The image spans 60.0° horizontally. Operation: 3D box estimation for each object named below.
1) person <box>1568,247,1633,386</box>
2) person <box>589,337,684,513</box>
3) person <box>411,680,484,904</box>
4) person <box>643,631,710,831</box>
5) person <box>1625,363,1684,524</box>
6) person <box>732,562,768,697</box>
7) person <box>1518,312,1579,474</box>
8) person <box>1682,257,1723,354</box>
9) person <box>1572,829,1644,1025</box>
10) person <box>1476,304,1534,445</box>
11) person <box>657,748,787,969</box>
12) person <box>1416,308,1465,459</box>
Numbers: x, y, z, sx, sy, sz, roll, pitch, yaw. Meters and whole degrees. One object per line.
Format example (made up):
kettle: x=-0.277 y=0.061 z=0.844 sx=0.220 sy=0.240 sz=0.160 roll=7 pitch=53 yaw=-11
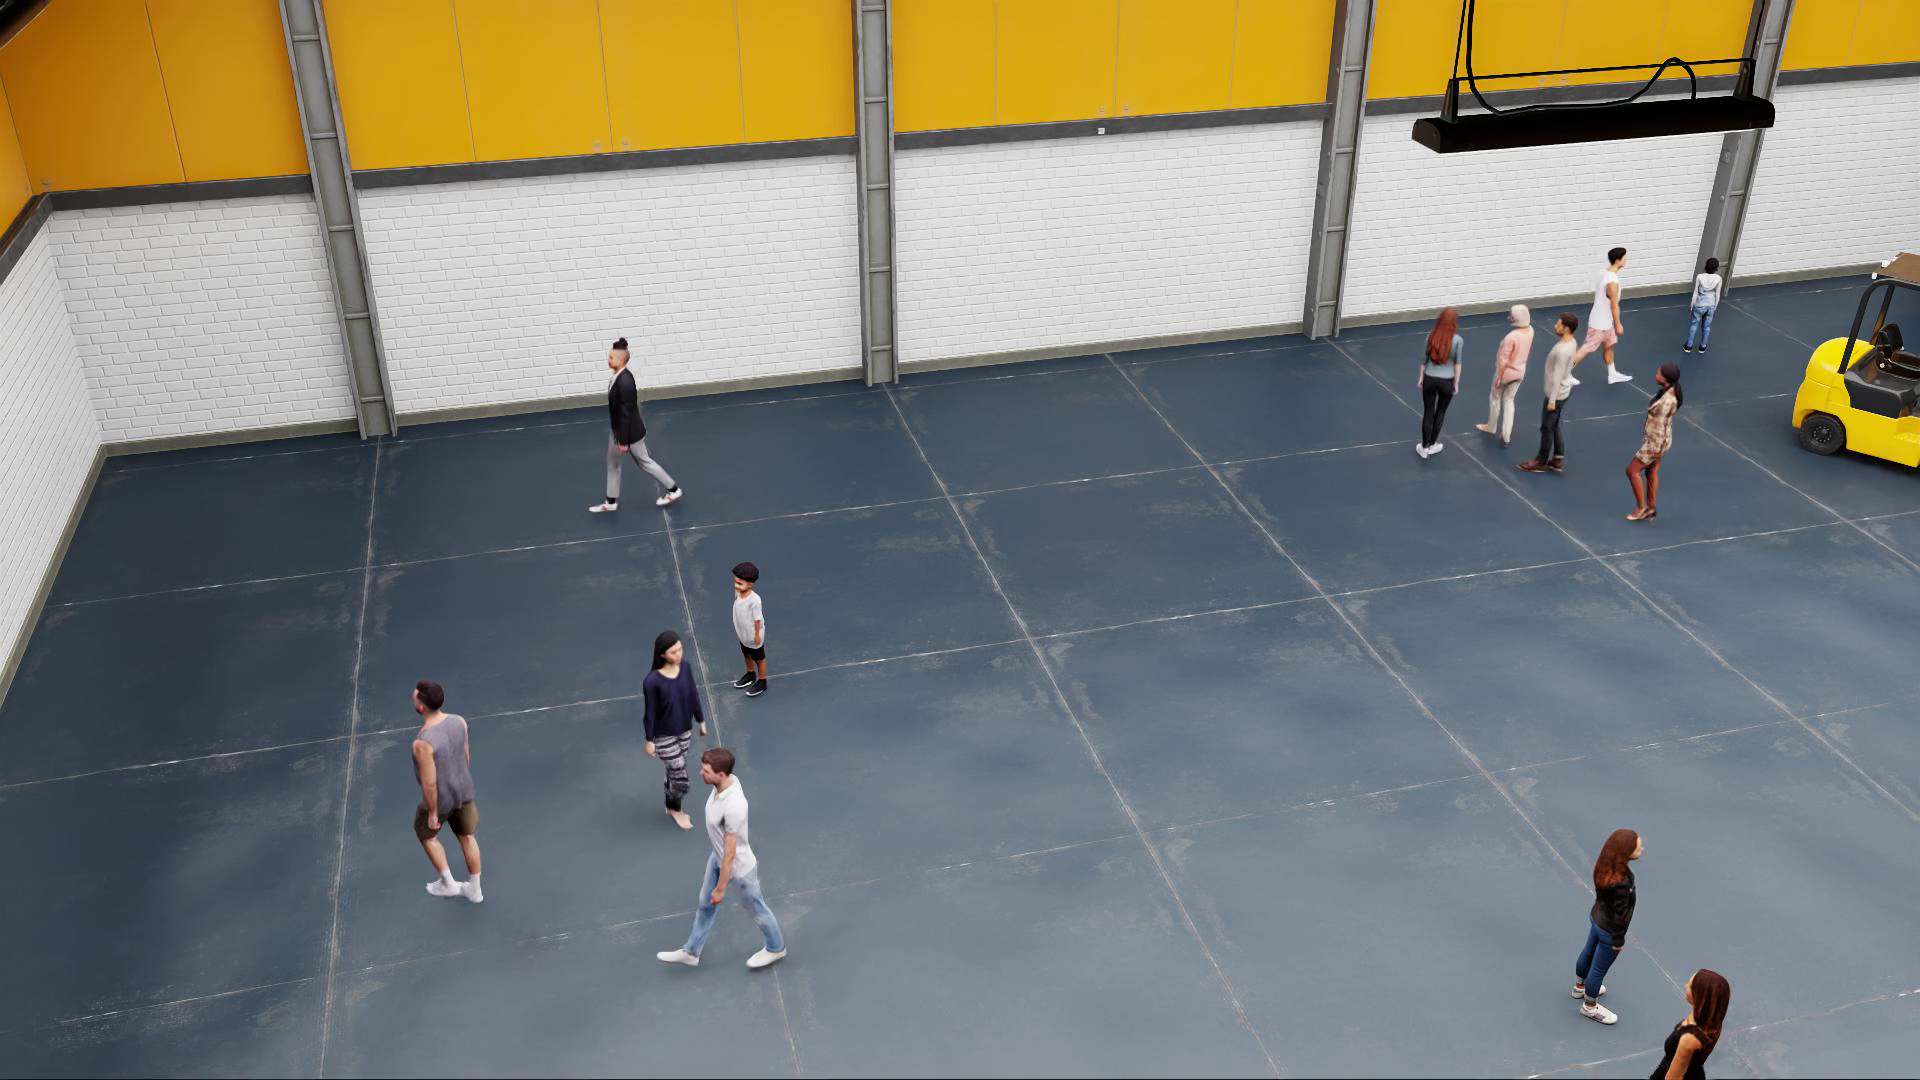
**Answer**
person: x=7.710 y=-2.667 z=20.206 sx=1.235 sy=1.745 sz=0.975 roll=5 pitch=29 yaw=9
person: x=-3.356 y=-1.166 z=17.284 sx=1.250 sy=1.909 sz=0.804 roll=-11 pitch=30 yaw=-18
person: x=-3.532 y=1.807 z=11.634 sx=0.867 sy=1.834 sz=0.796 roll=15 pitch=32 yaw=26
person: x=-2.265 y=1.421 z=12.735 sx=0.833 sy=1.722 sz=0.759 roll=20 pitch=34 yaw=32
person: x=7.225 y=-0.965 z=17.046 sx=0.782 sy=1.783 sz=0.727 roll=13 pitch=31 yaw=22
person: x=-1.819 y=0.752 z=14.447 sx=0.566 sy=1.257 sz=0.611 roll=23 pitch=36 yaw=36
person: x=6.505 y=-1.590 z=18.111 sx=0.889 sy=1.860 sz=0.838 roll=16 pitch=32 yaw=26
person: x=9.551 y=-3.020 z=21.359 sx=0.546 sy=1.260 sz=0.622 roll=8 pitch=30 yaw=14
person: x=4.276 y=2.512 z=10.983 sx=0.599 sy=1.484 sz=0.615 roll=1 pitch=29 yaw=1
person: x=6.236 y=-1.860 z=18.794 sx=0.827 sy=1.680 sz=0.853 roll=-10 pitch=30 yaw=-17
person: x=-1.436 y=2.180 z=11.251 sx=1.138 sy=1.811 sz=0.769 roll=-12 pitch=31 yaw=-21
person: x=5.331 y=-1.731 z=18.500 sx=0.716 sy=1.735 sz=0.780 roll=12 pitch=31 yaw=21
